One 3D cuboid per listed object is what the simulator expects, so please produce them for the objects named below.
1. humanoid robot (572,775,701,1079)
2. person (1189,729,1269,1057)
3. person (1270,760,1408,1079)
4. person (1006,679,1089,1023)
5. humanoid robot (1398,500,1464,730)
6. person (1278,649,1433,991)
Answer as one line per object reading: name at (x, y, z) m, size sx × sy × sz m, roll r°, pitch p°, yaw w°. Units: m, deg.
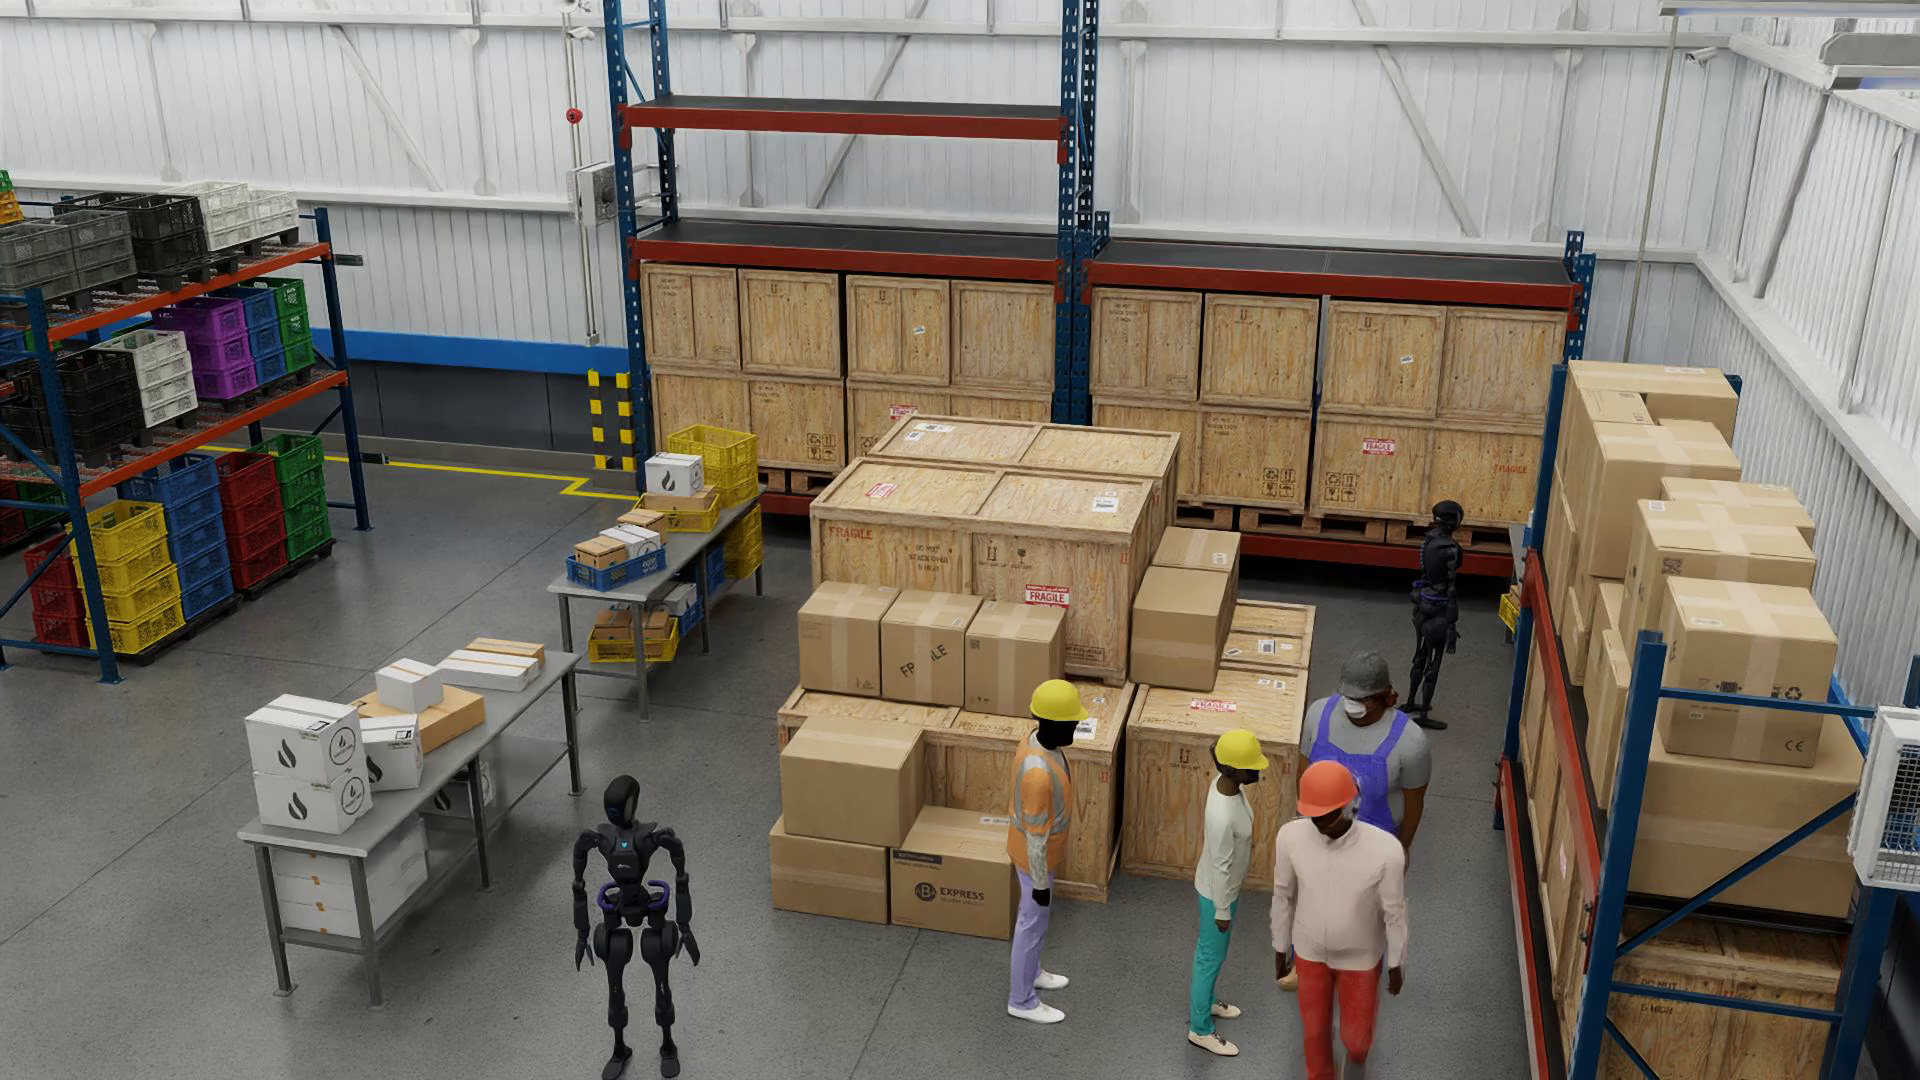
humanoid robot at (-1.581, 1.893, 8.102) m, size 0.614 × 1.656 × 0.313 m, roll -1°, pitch 21°, yaw -4°
person at (1.348, 1.745, 8.383) m, size 0.323 × 1.766 × 0.531 m, roll 4°, pitch 21°, yaw 11°
person at (1.757, 1.883, 7.737) m, size 0.638 × 1.969 × 0.540 m, roll 9°, pitch 23°, yaw 21°
person at (0.443, 1.593, 8.574) m, size 0.399 × 1.918 × 0.586 m, roll 2°, pitch 21°, yaw 6°
humanoid robot at (3.358, 0.504, 11.736) m, size 0.308 × 1.656 × 0.616 m, roll -2°, pitch 21°, yaw -4°
person at (2.024, 1.506, 8.628) m, size 0.680 × 2.000 × 0.537 m, roll 14°, pitch 25°, yaw 33°
